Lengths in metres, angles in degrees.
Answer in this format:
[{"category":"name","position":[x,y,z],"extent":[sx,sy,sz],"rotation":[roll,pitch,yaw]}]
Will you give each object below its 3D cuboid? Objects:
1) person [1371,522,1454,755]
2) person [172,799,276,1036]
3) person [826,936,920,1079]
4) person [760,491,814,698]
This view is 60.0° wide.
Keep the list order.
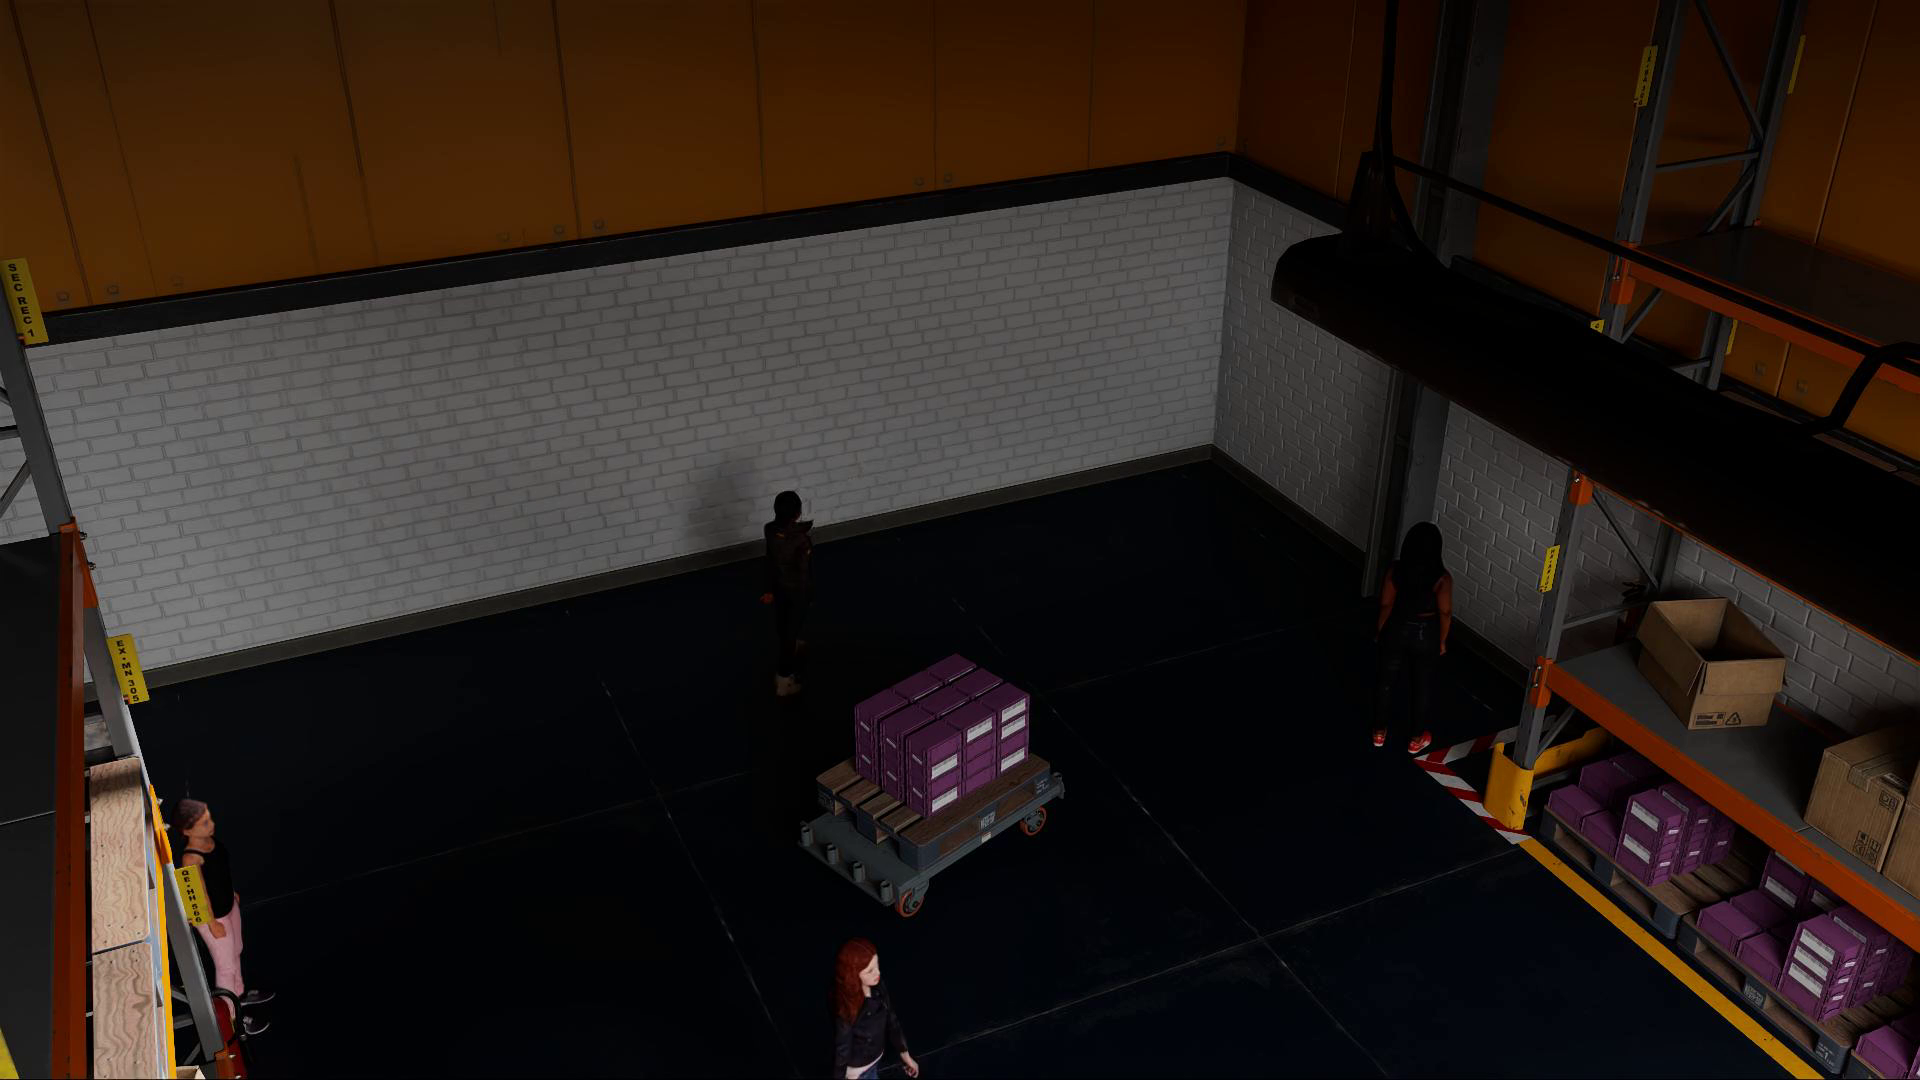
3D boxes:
[{"category":"person","position":[3.192,0.686,11.781],"extent":[0.764,1.815,0.841],"rotation":[13,31,23]},{"category":"person","position":[-4.216,2.107,9.437],"extent":[0.643,1.564,0.513],"rotation":[-5,29,-9]},{"category":"person","position":[-0.584,2.639,8.277],"extent":[1.182,1.742,1.165],"rotation":[8,30,15]},{"category":"person","position":[-1.193,0.308,12.640],"extent":[1.045,1.655,1.037],"rotation":[7,29,13]}]
